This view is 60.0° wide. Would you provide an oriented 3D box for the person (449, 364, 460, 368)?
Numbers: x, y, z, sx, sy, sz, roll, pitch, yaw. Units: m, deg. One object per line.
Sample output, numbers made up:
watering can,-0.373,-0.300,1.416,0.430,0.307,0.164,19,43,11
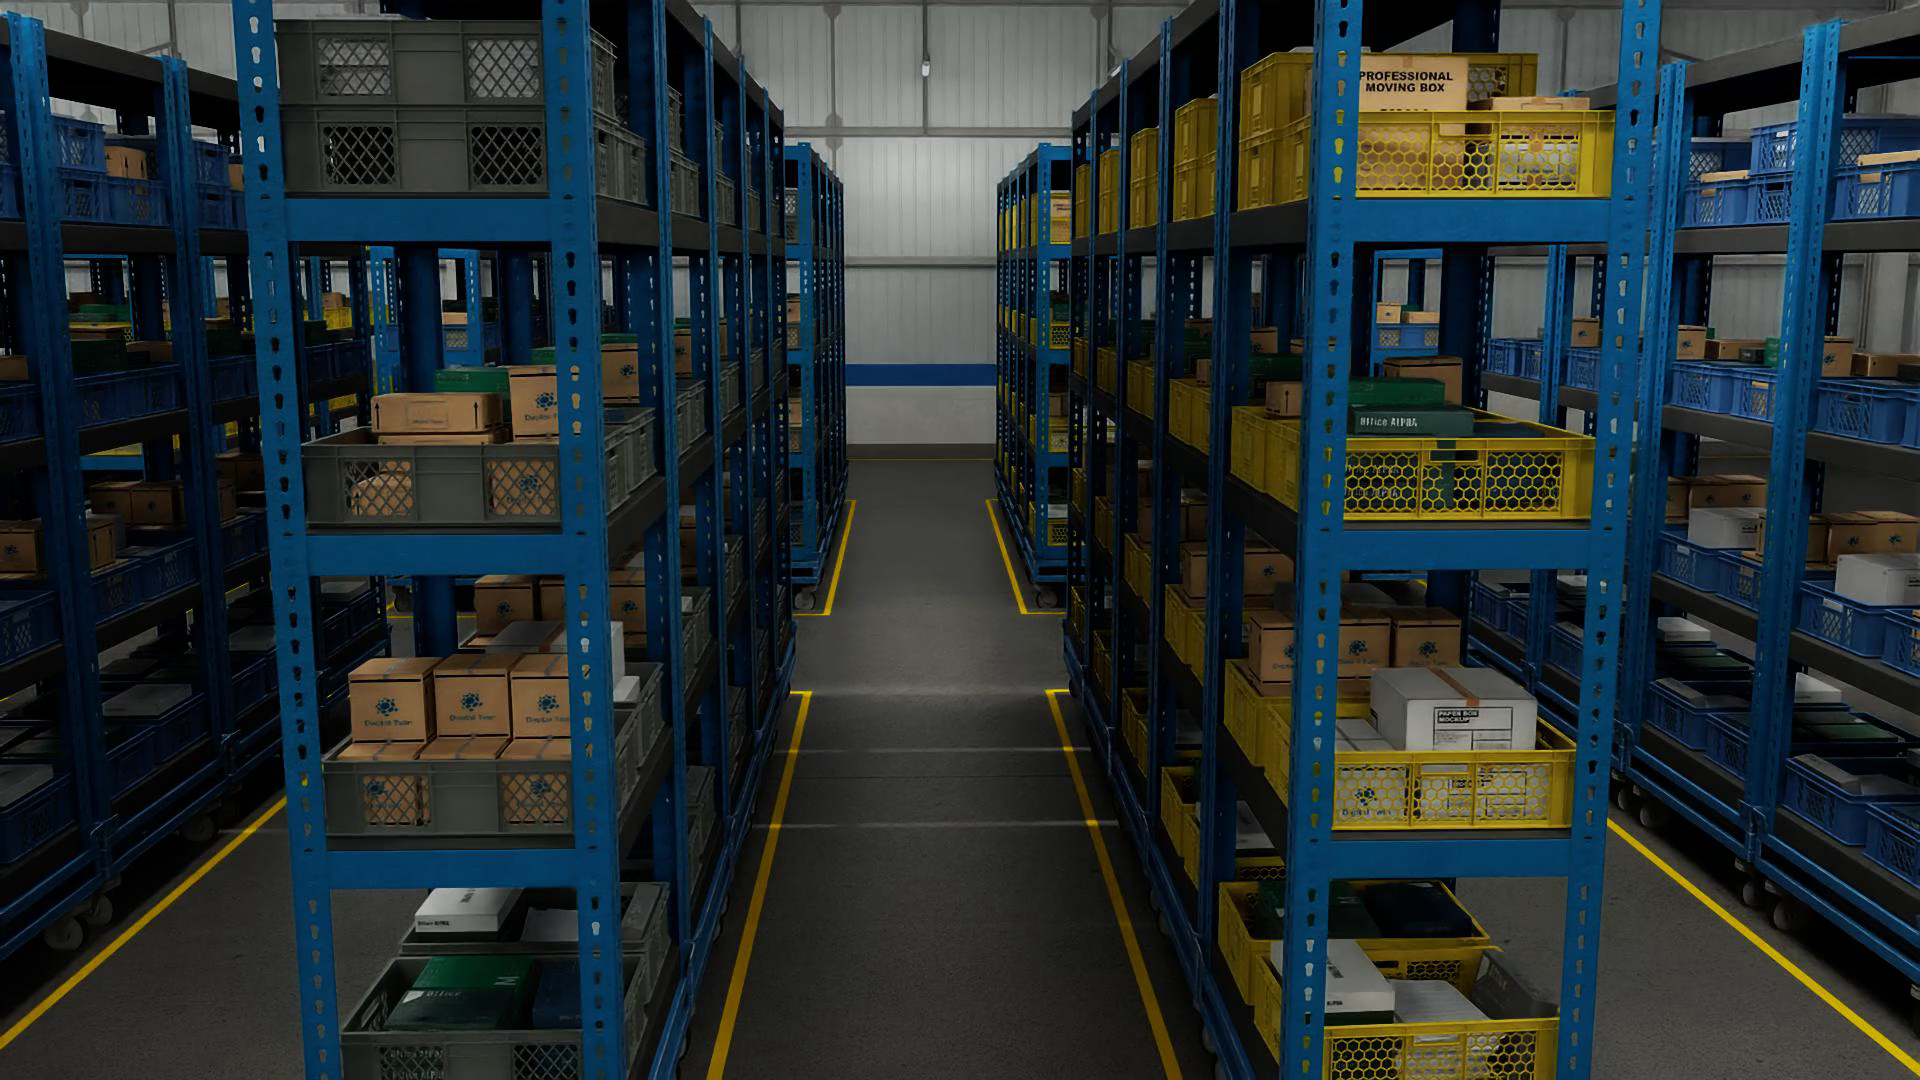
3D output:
person,-6.088,-1.616,20.698,0.627,1.816,0.630,2,10,14
